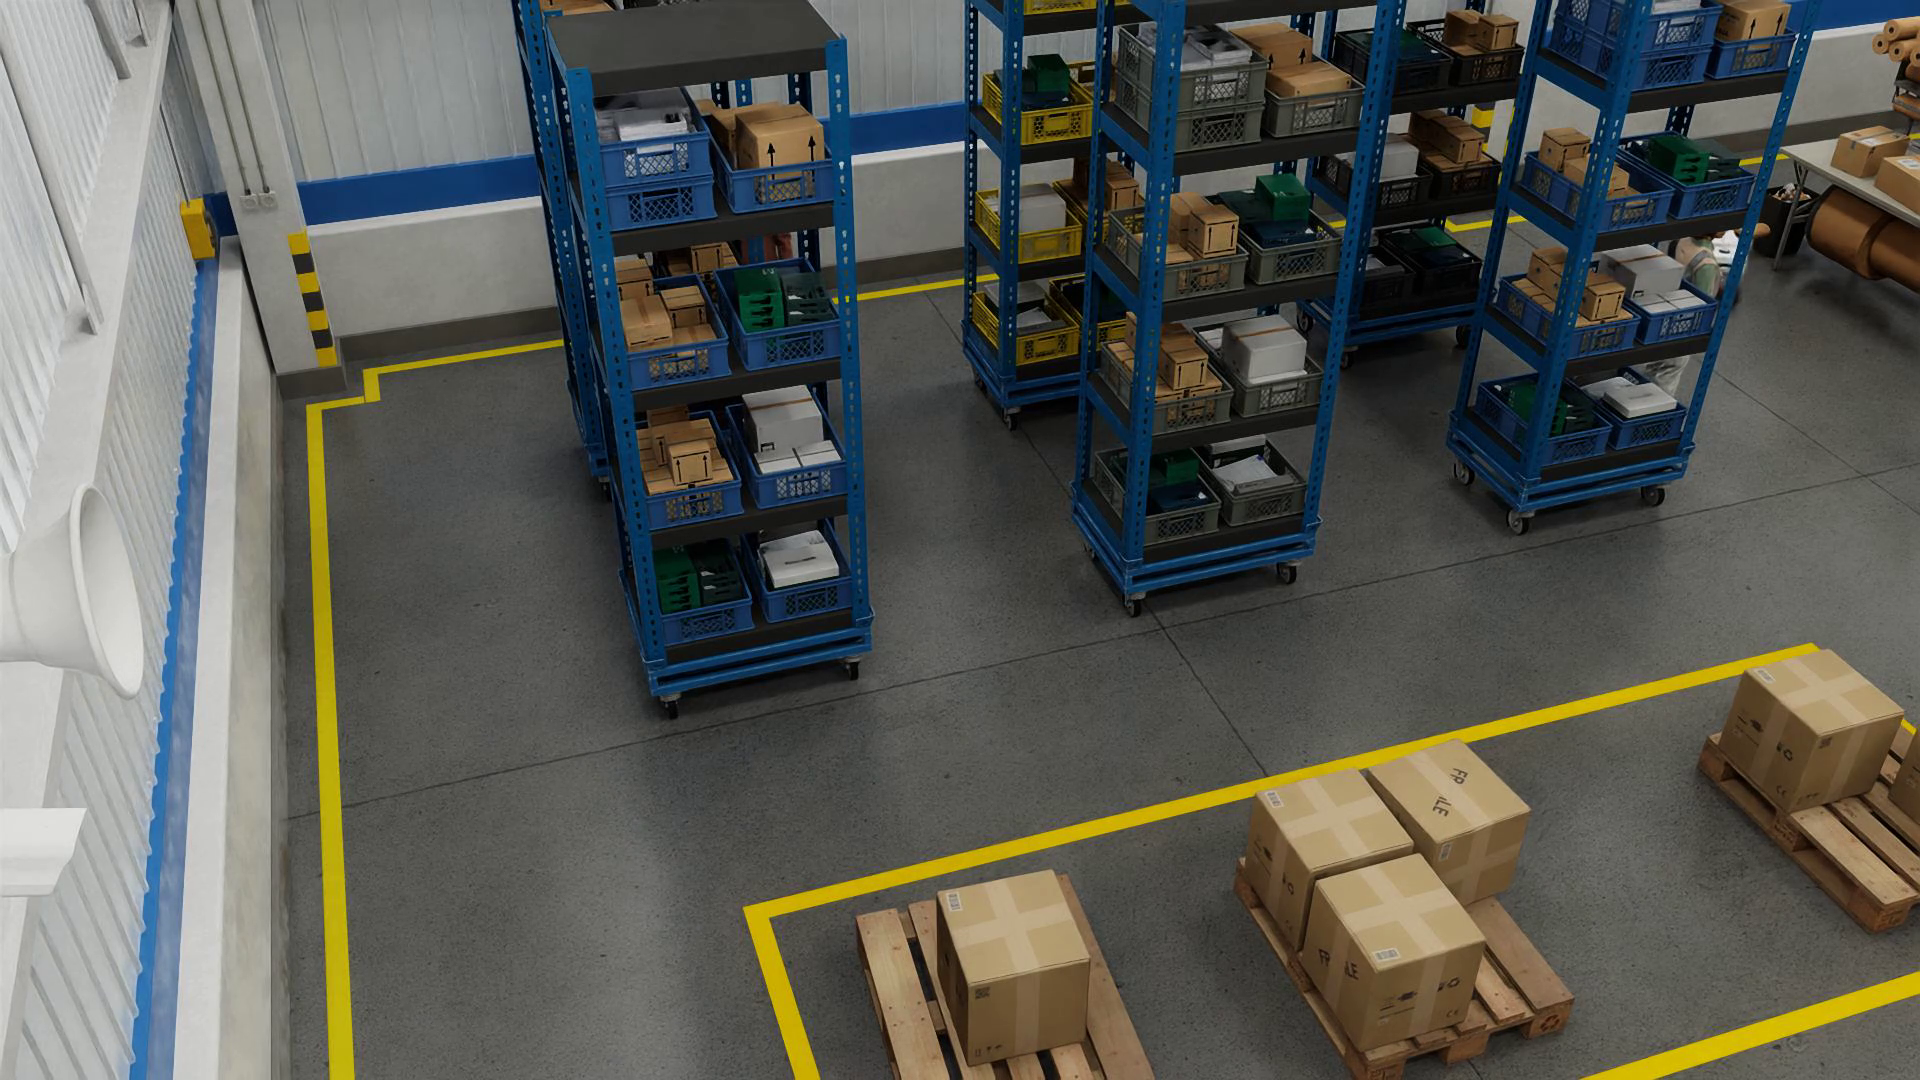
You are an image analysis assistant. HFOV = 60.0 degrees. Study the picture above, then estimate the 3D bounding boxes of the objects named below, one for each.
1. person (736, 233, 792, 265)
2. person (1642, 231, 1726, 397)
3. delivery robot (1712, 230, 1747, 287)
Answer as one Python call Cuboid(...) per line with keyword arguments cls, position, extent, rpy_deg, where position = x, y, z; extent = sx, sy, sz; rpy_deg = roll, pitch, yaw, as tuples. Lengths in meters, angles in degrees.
Cuboid(cls="person", position=(-1.413, -1.733, 11.006), extent=(0.617, 1.990, 0.393), rpy_deg=(2, 35, 3))
Cuboid(cls="person", position=(4.728, -1.436, 10.886), extent=(0.307, 1.639, 0.525), rpy_deg=(2, 35, 2))
Cuboid(cls="delivery robot", position=(5.856, -2.258, 12.911), extent=(0.477, 0.478, 0.707), rpy_deg=(6, 36, 8))
